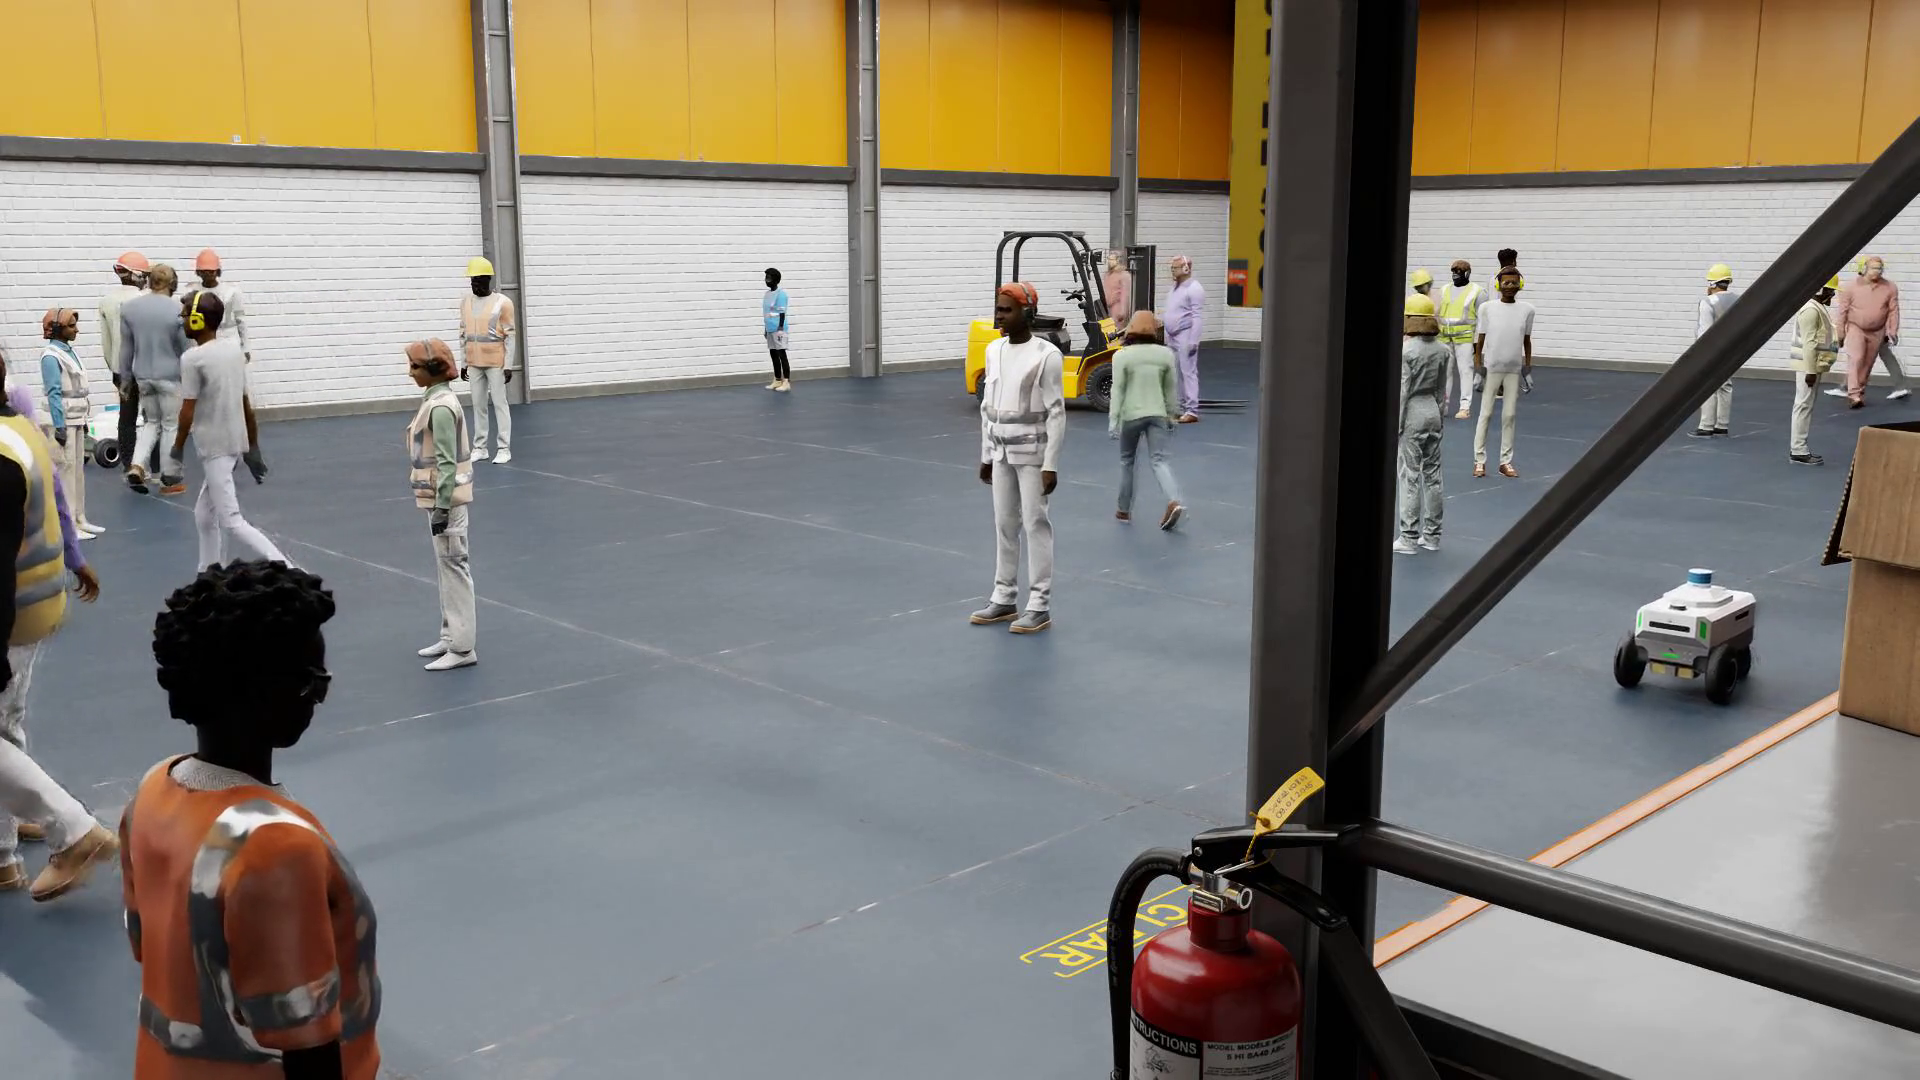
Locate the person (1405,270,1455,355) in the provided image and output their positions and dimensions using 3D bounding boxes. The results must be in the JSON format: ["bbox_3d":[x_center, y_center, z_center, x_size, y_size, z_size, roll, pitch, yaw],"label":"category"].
[{"bbox_3d":[5.470,-2.278,19.431,0.595,1.719,0.723,4,11,22],"label":"person"}]

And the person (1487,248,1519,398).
[{"bbox_3d":[7.133,-2.844,21.856,0.367,1.966,0.607,-2,11,-11],"label":"person"}]

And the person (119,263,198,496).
[{"bbox_3d":[-6.514,-1.288,13.546,0.646,1.911,0.513,2,11,10],"label":"person"}]

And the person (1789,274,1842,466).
[{"bbox_3d":[7.977,-1.615,15.549,0.403,1.823,0.588,5,12,27],"label":"person"}]

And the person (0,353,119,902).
[{"bbox_3d":[-3.082,0.266,5.260,0.533,1.833,0.650,-4,11,-23],"label":"person"}]

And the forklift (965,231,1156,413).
[{"bbox_3d":[1.222,-2.721,20.561,2.313,2.155,1.214,2,11,13],"label":"forklift"}]

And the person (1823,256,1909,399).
[{"bbox_3d":[11.926,-2.753,21.679,1.004,1.863,0.607,7,13,35],"label":"person"}]

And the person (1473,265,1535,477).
[{"bbox_3d":[4.806,-1.481,14.683,0.521,1.873,0.336,1,10,4],"label":"person"}]

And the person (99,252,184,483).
[{"bbox_3d":[-7.071,-1.476,14.342,0.609,1.985,0.392,3,11,14],"label":"person"}]

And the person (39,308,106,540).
[{"bbox_3d":[-6.276,-0.811,11.692,0.310,1.631,0.509,-2,11,-13],"label":"person"}]

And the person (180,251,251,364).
[{"bbox_3d":[-7.890,-2.063,17.628,0.629,1.980,0.892,-2,11,-13],"label":"person"}]

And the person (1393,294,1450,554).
[{"bbox_3d":[3.063,-0.779,11.204,0.492,1.742,0.324,-7,12,-33],"label":"person"}]

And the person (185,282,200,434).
[{"bbox_3d":[-8.173,-1.948,17.870,0.522,1.636,0.310,4,11,22],"label":"person"}]

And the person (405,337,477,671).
[{"bbox_3d":[-2.557,-0.180,8.222,0.308,1.639,0.511,-4,11,-21],"label":"person"}]

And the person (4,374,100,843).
[{"bbox_3d":[-3.397,0.089,5.668,0.497,2.043,0.791,8,13,38],"label":"person"}]

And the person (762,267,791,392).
[{"bbox_3d":[-2.534,-2.883,22.817,0.320,1.691,0.534,-7,12,-33],"label":"person"}]

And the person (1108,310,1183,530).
[{"bbox_3d":[1.363,-0.879,12.163,0.540,1.593,0.772,-3,11,-14],"label":"person"}]

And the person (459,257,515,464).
[{"bbox_3d":[-4.439,-1.673,15.576,0.585,1.927,0.366,4,11,19],"label":"person"}]

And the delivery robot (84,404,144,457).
[{"bbox_3d":[-7.907,-1.023,15.524,0.477,0.478,0.707,5,11,24],"label":"delivery robot"}]

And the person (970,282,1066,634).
[{"bbox_3d":[0.319,-0.439,8.971,0.362,1.882,0.576,-9,14,-40],"label":"person"}]

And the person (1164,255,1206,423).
[{"bbox_3d":[2.523,-2.291,19.007,0.403,1.906,0.651,-4,11,-21],"label":"person"}]

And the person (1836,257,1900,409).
[{"bbox_3d":[11.191,-2.537,20.468,0.642,1.862,0.949,2,11,11],"label":"person"}]

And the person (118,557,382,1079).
[{"bbox_3d":[-0.990,0.865,2.378,0.321,1.692,0.530,-10,14,-43],"label":"person"}]

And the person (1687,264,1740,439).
[{"bbox_3d":[7.945,-1.982,17.515,0.591,1.834,0.404,-5,12,-27],"label":"person"}]

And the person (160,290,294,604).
[{"bbox_3d":[-4.127,-0.489,9.388,0.884,1.840,0.506,1,10,3],"label":"person"}]

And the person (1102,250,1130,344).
[{"bbox_3d":[2.421,-3.652,26.437,0.460,1.893,0.681,-6,12,-29],"label":"person"}]

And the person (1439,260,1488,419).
[{"bbox_3d":[5.811,-2.341,19.453,0.429,1.845,0.621,-10,14,-43],"label":"person"}]

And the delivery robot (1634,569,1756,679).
[{"bbox_3d":[3.485,0.380,7.868,0.477,0.478,0.707,9,14,42],"label":"delivery robot"}]
